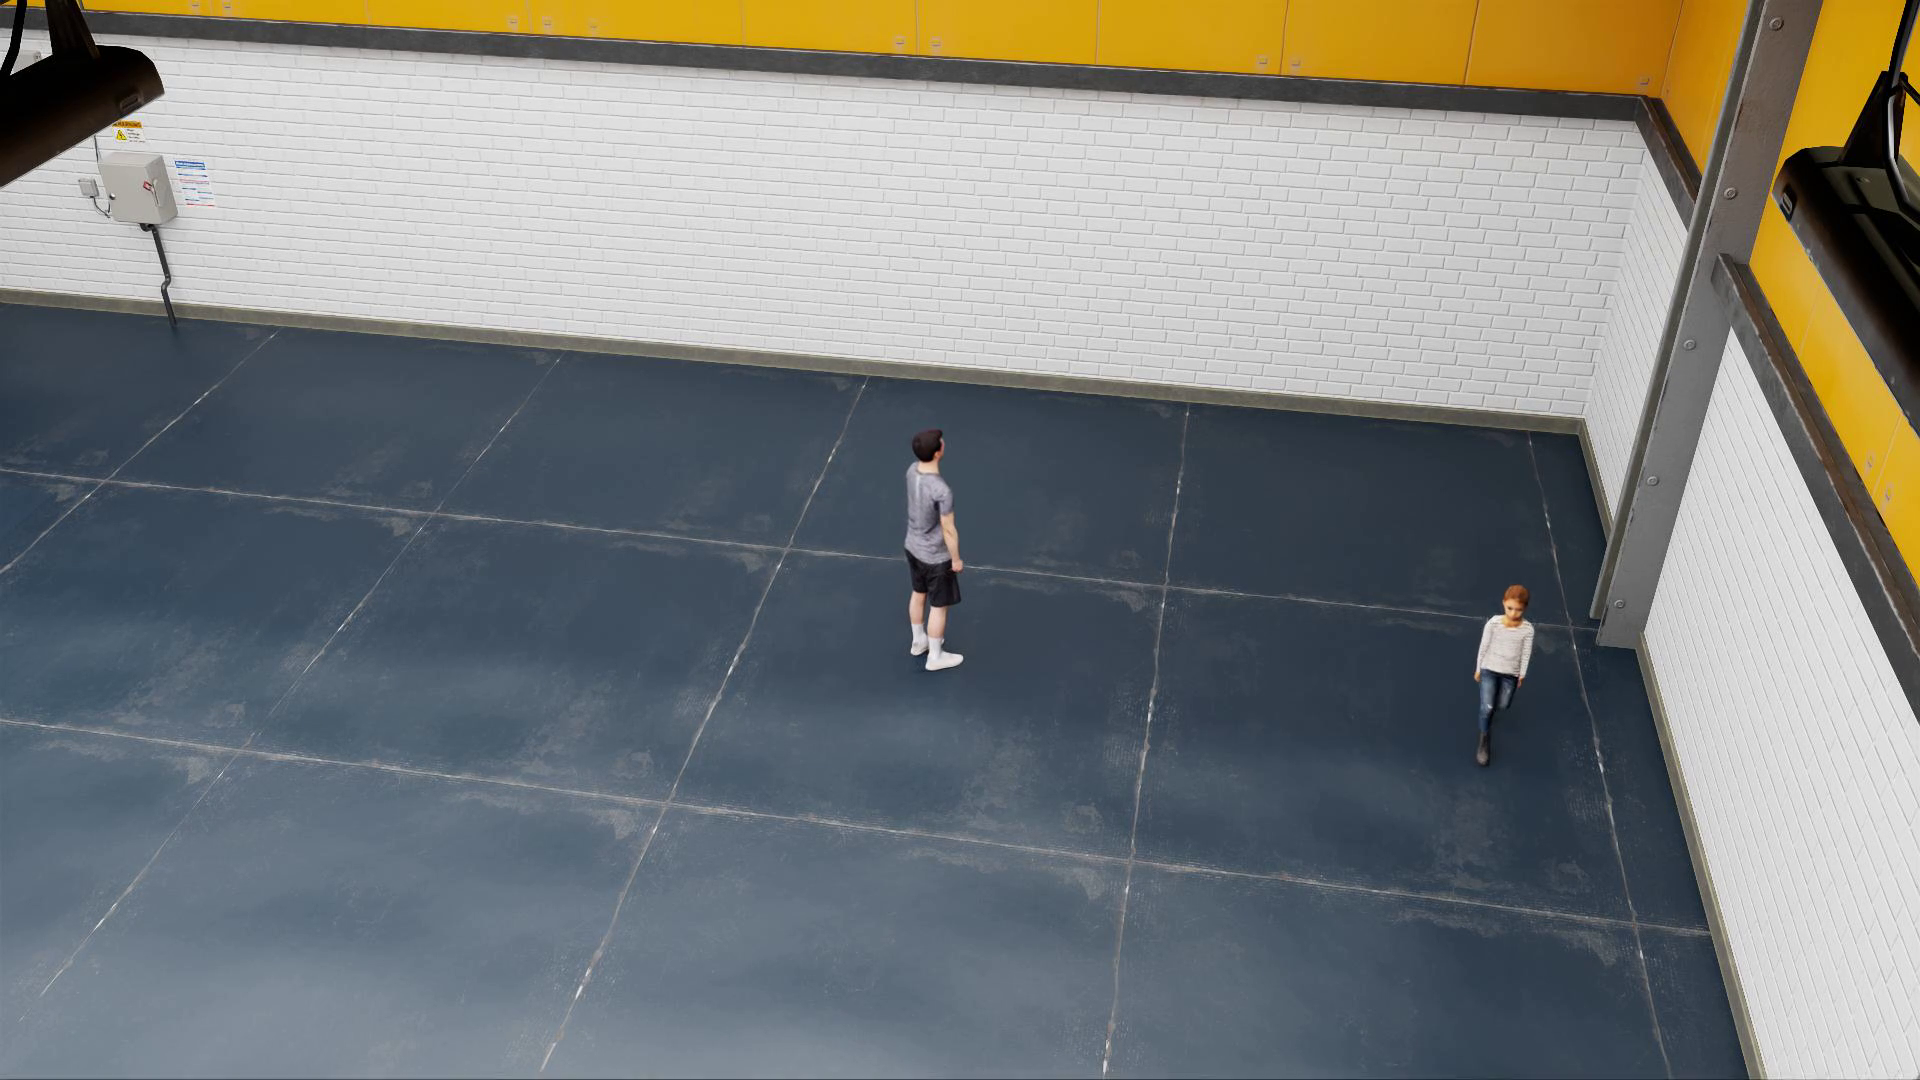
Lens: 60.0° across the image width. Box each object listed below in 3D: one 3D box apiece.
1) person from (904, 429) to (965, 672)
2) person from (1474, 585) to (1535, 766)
[{"bbox_3d":[-0.228,0.056,11.547,0.787,1.869,0.712,-18,38,-25],"label":"person"},{"bbox_3d":[3.541,0.830,10.892,0.515,1.305,0.795,9,35,13],"label":"person"}]
